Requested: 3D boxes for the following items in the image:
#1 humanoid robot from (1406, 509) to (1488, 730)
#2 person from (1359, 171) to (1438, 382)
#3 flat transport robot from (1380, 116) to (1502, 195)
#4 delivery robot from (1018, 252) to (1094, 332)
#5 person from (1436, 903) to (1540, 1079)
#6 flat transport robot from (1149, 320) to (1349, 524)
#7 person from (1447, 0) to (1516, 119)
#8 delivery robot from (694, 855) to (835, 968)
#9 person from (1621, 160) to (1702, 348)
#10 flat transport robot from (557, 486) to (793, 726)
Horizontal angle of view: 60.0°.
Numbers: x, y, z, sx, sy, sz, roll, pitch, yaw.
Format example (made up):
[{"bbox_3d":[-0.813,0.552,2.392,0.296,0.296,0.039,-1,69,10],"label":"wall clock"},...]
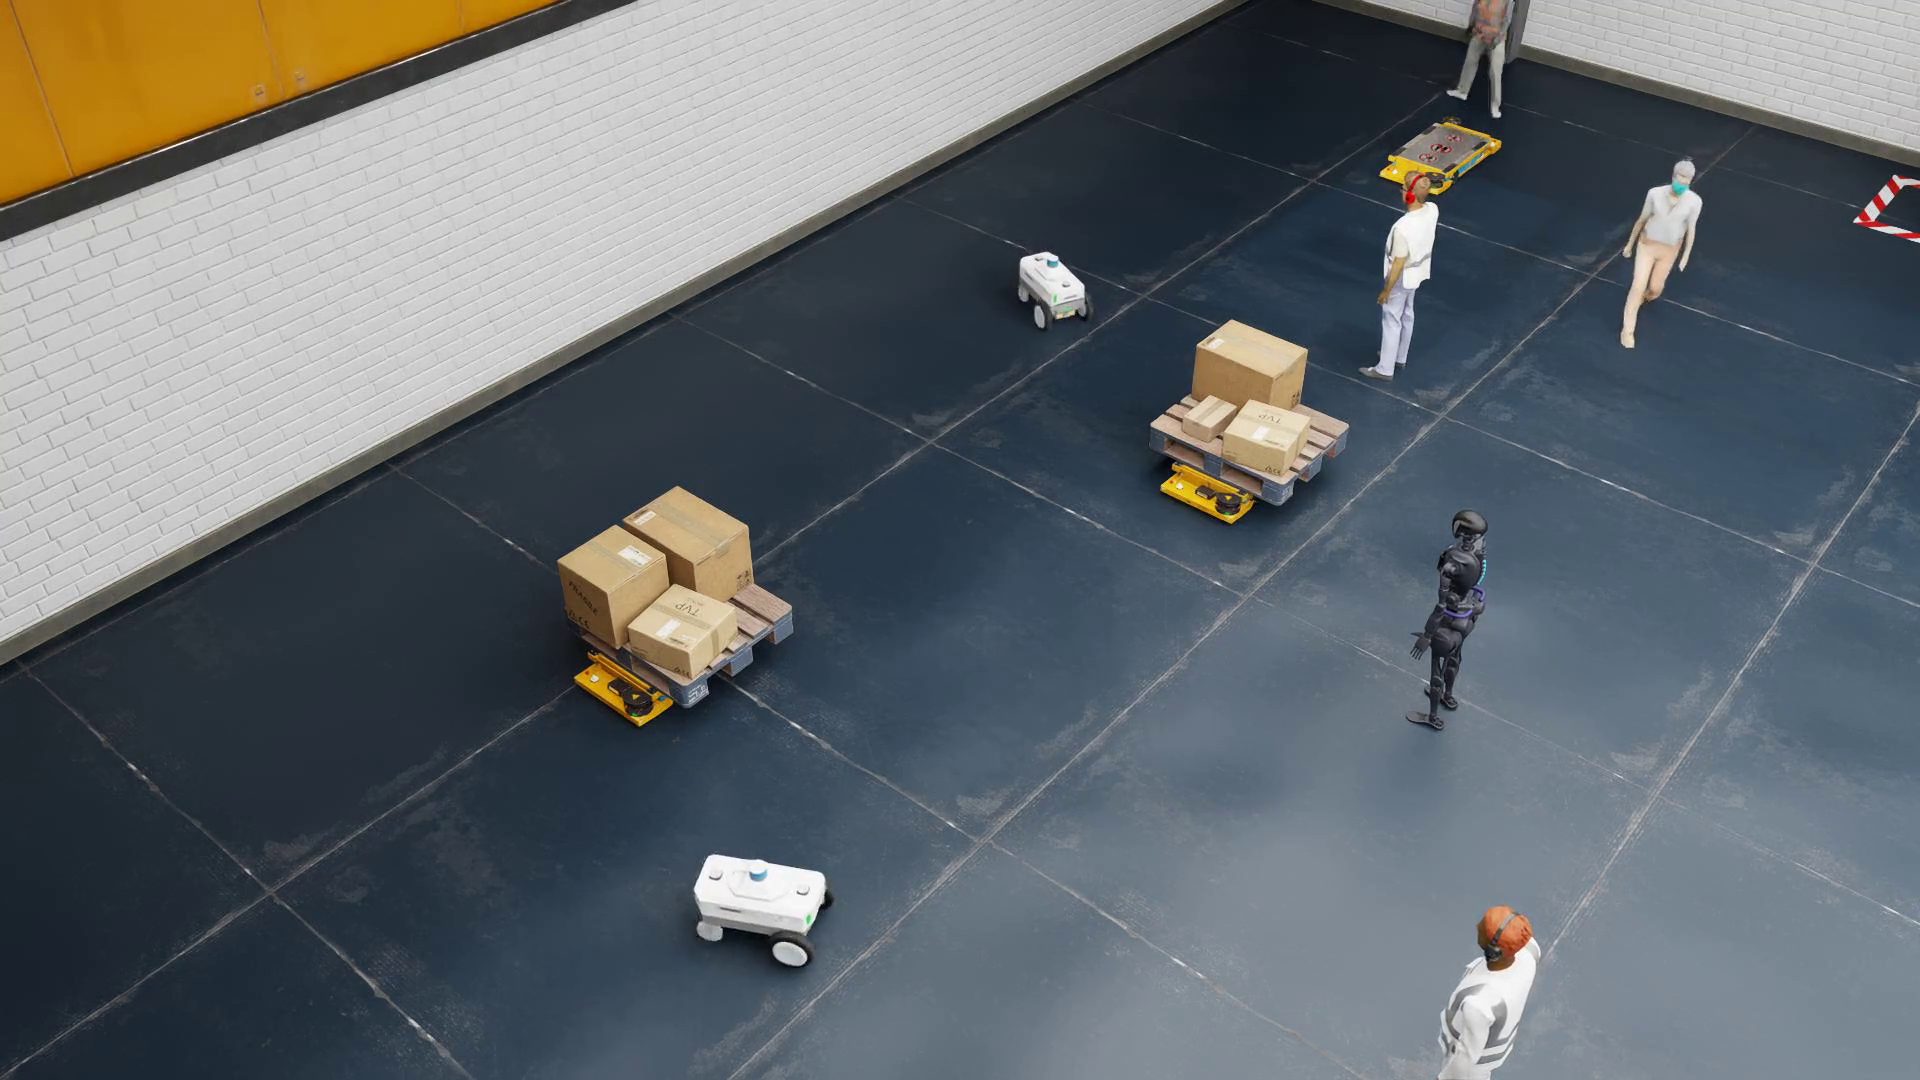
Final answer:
[{"bbox_3d":[3.107,0.493,10.541,0.315,1.657,0.599,28,46,30],"label":"humanoid robot"},{"bbox_3d":[3.656,-2.152,13.701,0.376,1.843,0.571,28,46,30],"label":"person"},{"bbox_3d":[4.999,-3.988,17.237,0.659,0.231,1.431,28,46,30],"label":"flat transport robot"},{"bbox_3d":[0.828,-2.241,14.855,0.499,0.614,0.818,-17,42,-20],"label":"delivery robot"},{"bbox_3d":[2.463,2.417,7.999,0.343,1.882,0.586,28,46,30],"label":"person"},{"bbox_3d":[2.256,-0.645,13.087,0.659,0.231,1.431,28,46,30],"label":"flat transport robot"},{"bbox_3d":[5.666,-5.440,17.974,0.345,1.610,0.769,-24,45,-27],"label":"person"},{"bbox_3d":[-1.130,2.055,9.497,0.774,0.581,0.499,8,39,9],"label":"delivery robot"},{"bbox_3d":[6.013,-2.541,14.306,0.511,1.696,0.711,14,41,16],"label":"person"},{"bbox_3d":[-1.887,0.697,11.421,0.659,0.231,1.431,28,46,30],"label":"flat transport robot"}]
